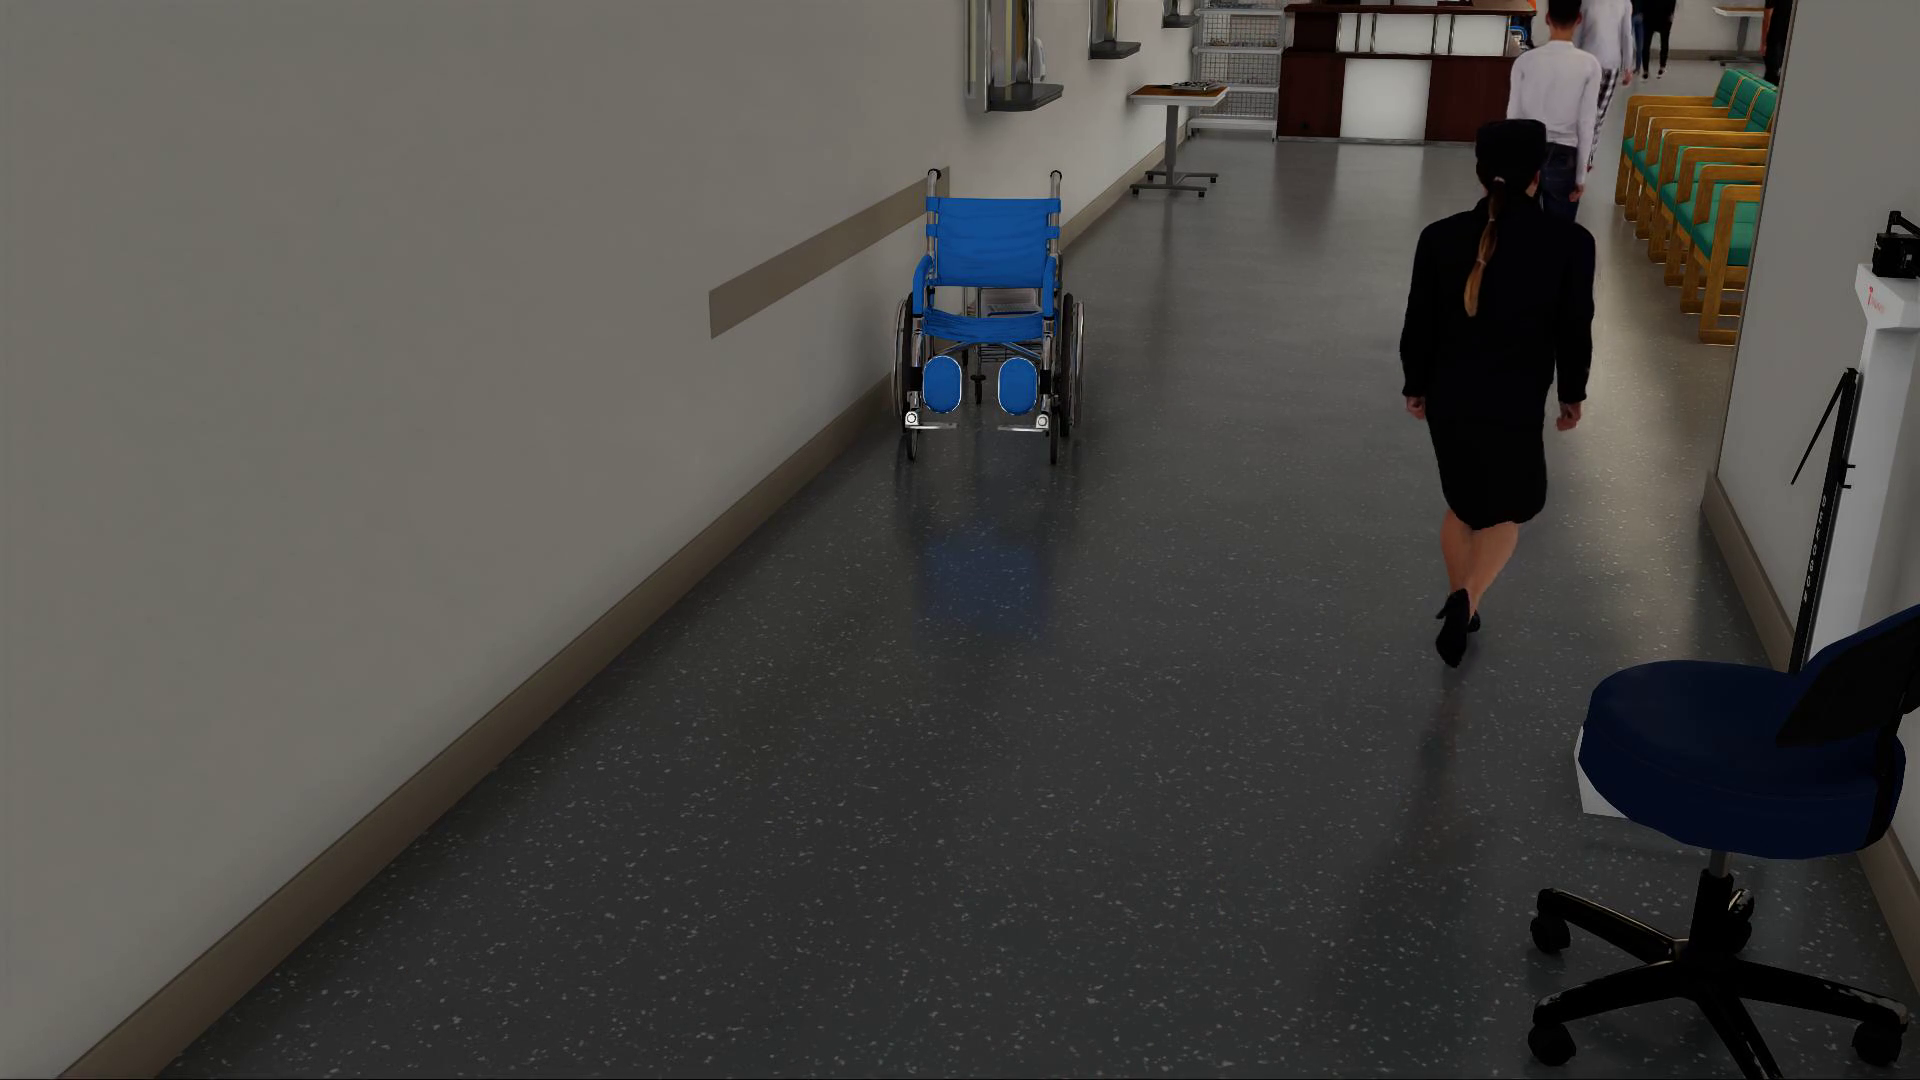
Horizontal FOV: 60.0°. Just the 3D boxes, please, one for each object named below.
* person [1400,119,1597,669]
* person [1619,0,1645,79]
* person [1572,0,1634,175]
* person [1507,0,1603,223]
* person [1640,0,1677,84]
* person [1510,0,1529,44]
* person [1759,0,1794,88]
[{"bbox_3d":[1.566,-0.379,4.955,0.943,1.658,0.896,11,23,26],"label":"person"},{"bbox_3d":[9.485,-7.291,23.293,0.925,1.594,0.891,0,21,0],"label":"person"},{"bbox_3d":[5.618,-4.142,14.689,1.109,1.800,0.777,3,21,9],"label":"person"},{"bbox_3d":[3.102,-1.965,8.866,0.762,1.853,0.726,8,22,19],"label":"person"},{"bbox_3d":[9.404,-7.066,22.462,1.033,1.763,0.775,9,22,22],"label":"person"},{"bbox_3d":[7.499,-7.123,22.732,0.727,1.678,0.773,-15,25,-34],"label":"person"},{"bbox_3d":[9.019,-5.509,18.376,0.813,1.746,0.858,-4,21,-10],"label":"person"}]
